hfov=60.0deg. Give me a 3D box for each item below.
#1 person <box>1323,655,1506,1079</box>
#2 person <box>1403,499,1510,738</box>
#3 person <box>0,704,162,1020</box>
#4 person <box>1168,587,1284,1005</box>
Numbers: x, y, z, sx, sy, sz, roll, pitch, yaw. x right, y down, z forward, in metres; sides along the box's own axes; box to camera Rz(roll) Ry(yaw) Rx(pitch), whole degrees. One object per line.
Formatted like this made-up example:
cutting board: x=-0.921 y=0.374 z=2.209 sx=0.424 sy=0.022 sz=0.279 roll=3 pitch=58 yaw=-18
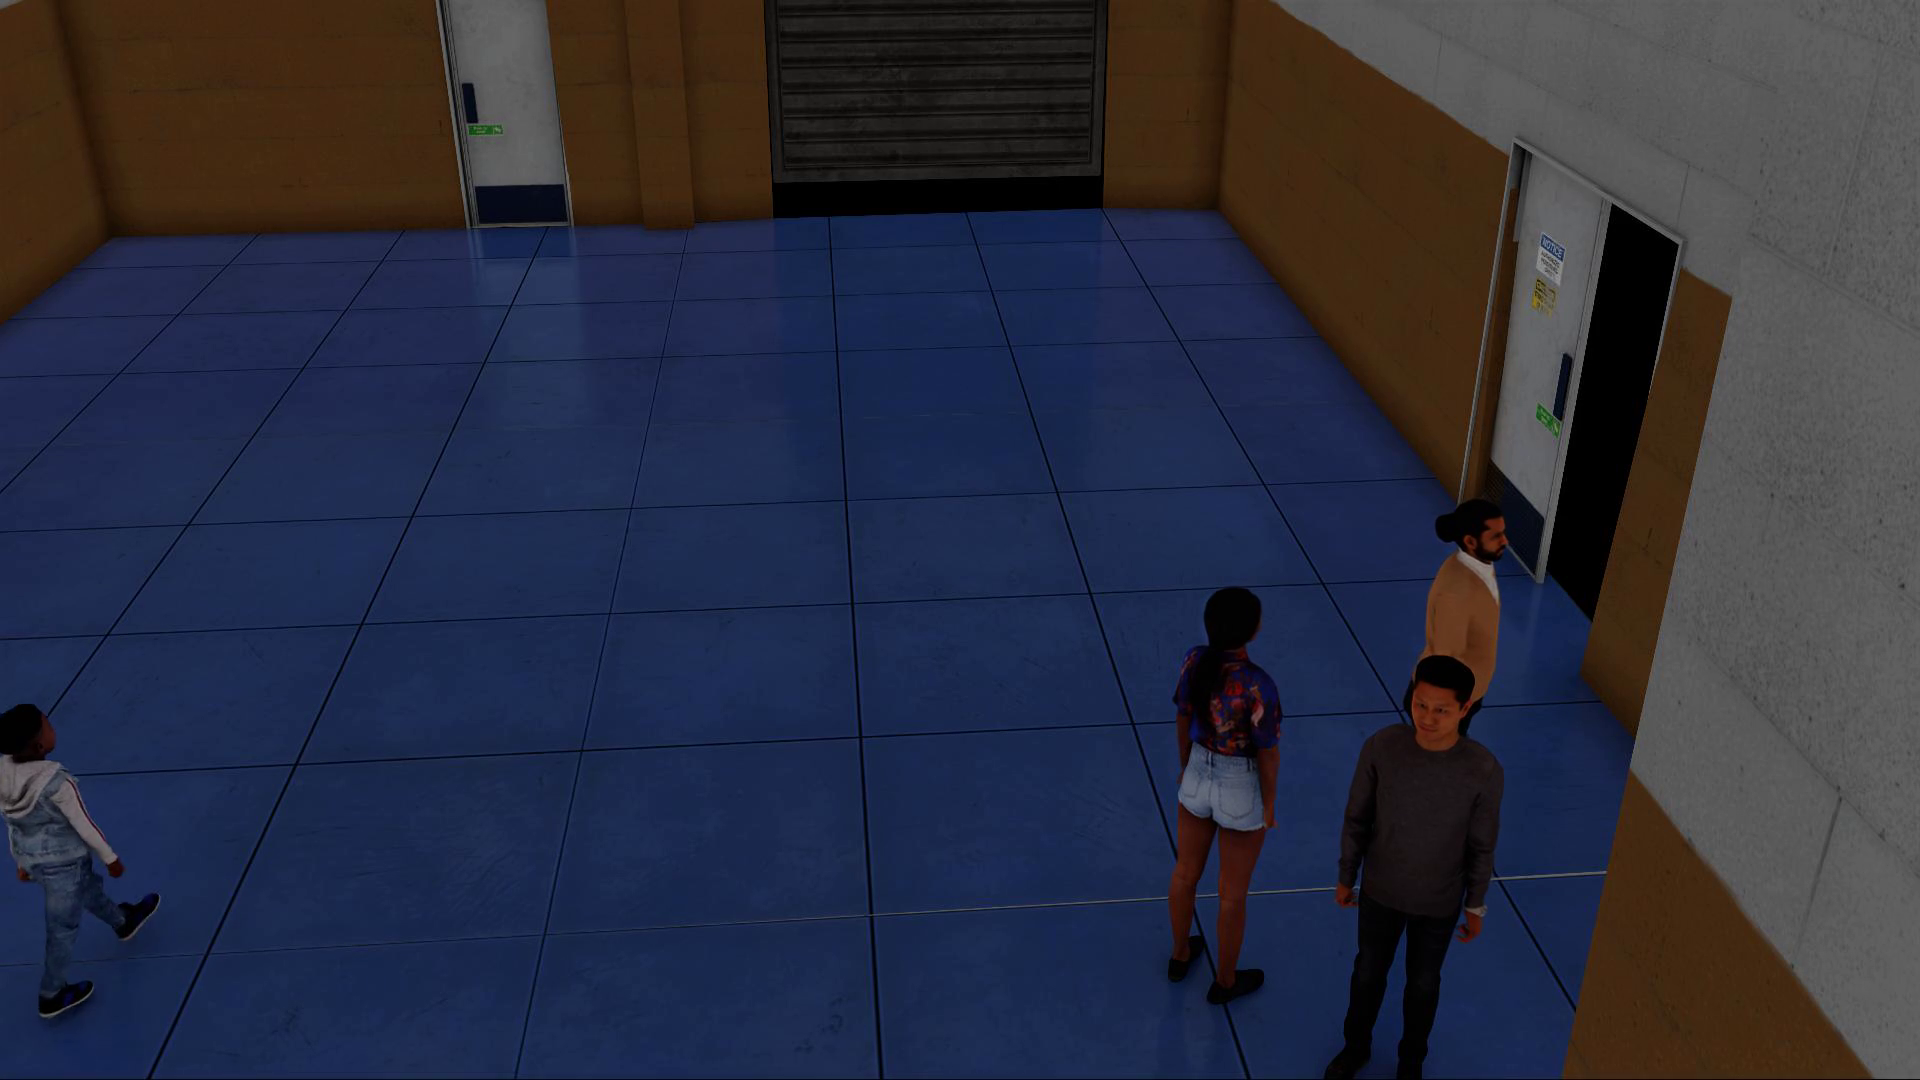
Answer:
person: x=1.546 y=1.174 z=5.655 sx=0.646 sy=1.767 sz=0.781 roll=-9 pitch=28 yaw=-17
person: x=1.971 y=0.632 z=6.731 sx=0.771 sy=1.754 sz=0.755 roll=12 pitch=29 yaw=23
person: x=-3.408 y=1.210 z=6.184 sx=0.879 sy=1.225 sz=0.821 roll=12 pitch=29 yaw=22
person: x=0.966 y=0.937 z=6.149 sx=0.667 sy=1.743 sz=0.716 roll=23 pitch=35 yaw=37
